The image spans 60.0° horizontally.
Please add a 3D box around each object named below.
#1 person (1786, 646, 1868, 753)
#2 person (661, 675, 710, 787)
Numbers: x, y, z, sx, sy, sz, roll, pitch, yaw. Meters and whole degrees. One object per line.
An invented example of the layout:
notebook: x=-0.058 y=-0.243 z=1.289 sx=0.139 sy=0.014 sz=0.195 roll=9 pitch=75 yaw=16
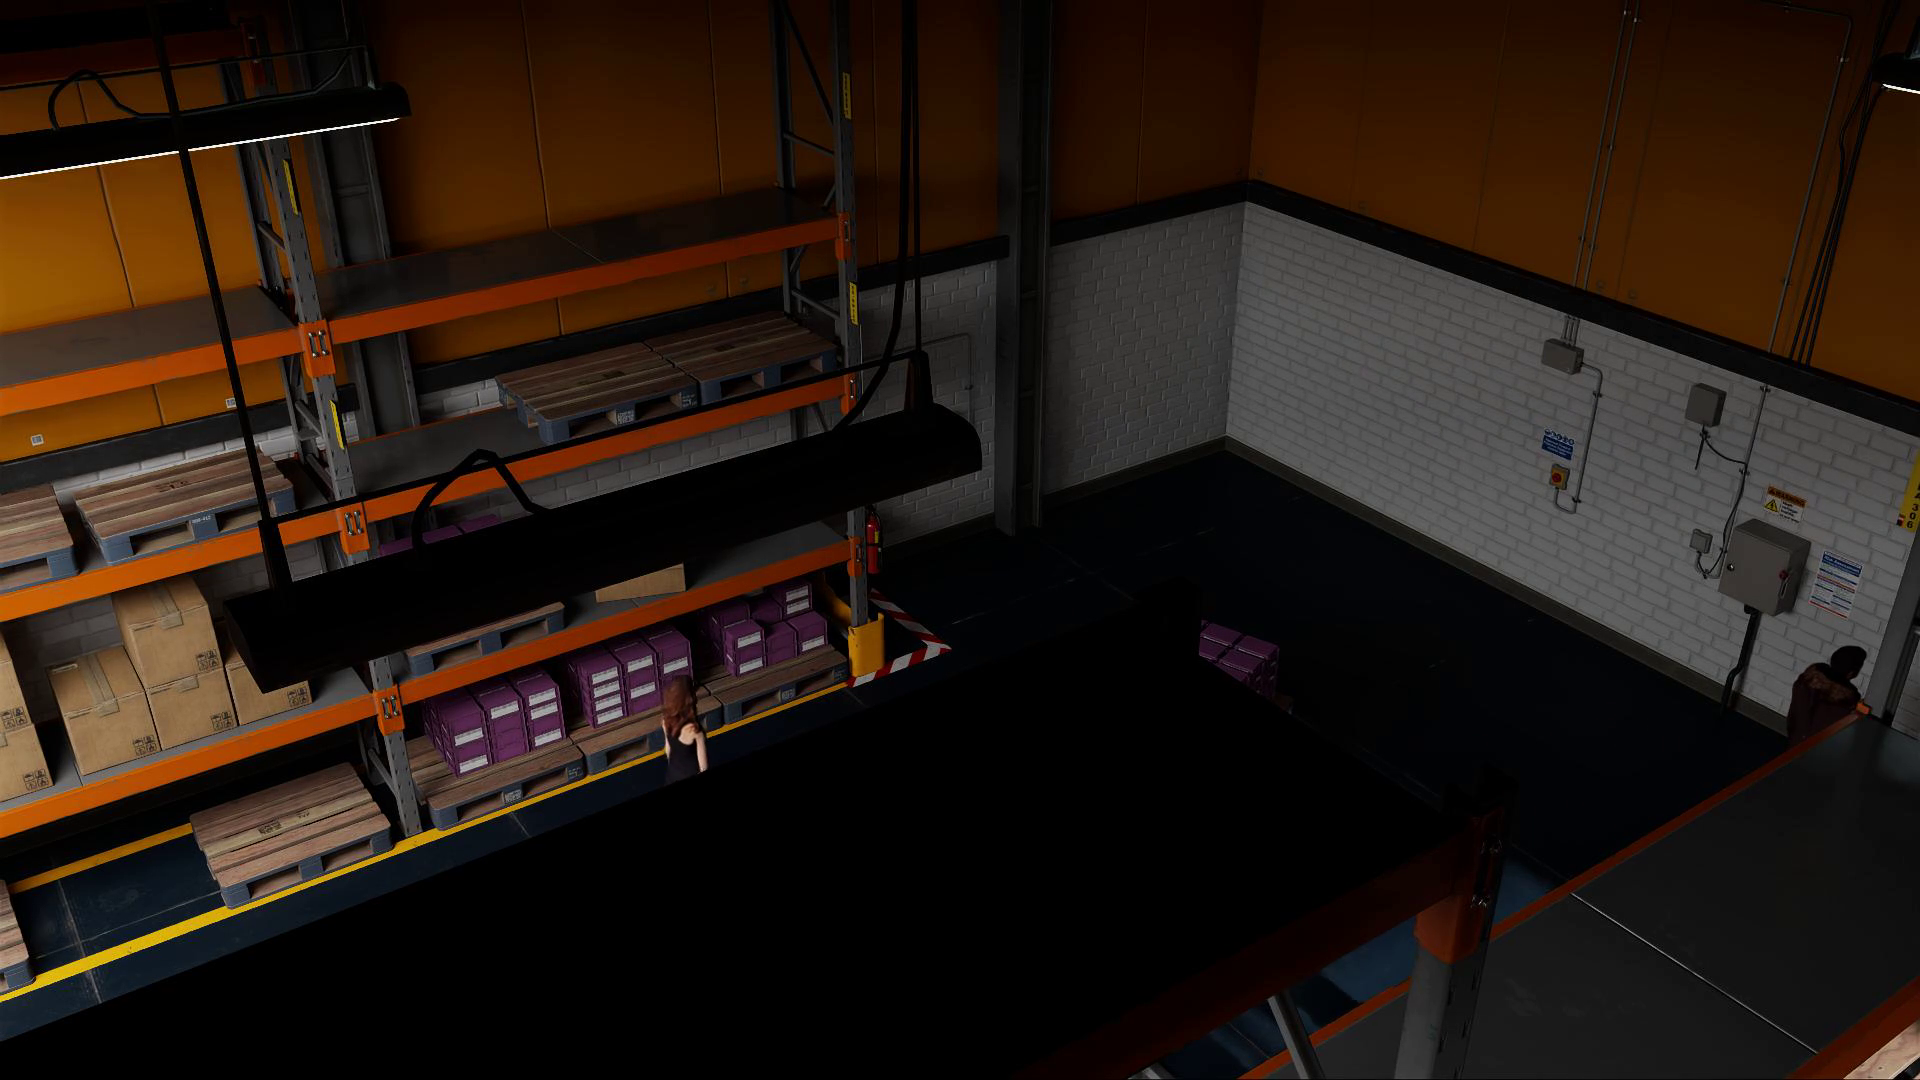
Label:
person: x=6.107 y=1.549 z=11.866 sx=0.765 sy=1.845 sz=0.825 roll=-10 pitch=30 yaw=-17
person: x=-1.954 y=1.762 z=11.602 sx=0.840 sy=1.723 sz=0.981 roll=15 pitch=32 yaw=26
